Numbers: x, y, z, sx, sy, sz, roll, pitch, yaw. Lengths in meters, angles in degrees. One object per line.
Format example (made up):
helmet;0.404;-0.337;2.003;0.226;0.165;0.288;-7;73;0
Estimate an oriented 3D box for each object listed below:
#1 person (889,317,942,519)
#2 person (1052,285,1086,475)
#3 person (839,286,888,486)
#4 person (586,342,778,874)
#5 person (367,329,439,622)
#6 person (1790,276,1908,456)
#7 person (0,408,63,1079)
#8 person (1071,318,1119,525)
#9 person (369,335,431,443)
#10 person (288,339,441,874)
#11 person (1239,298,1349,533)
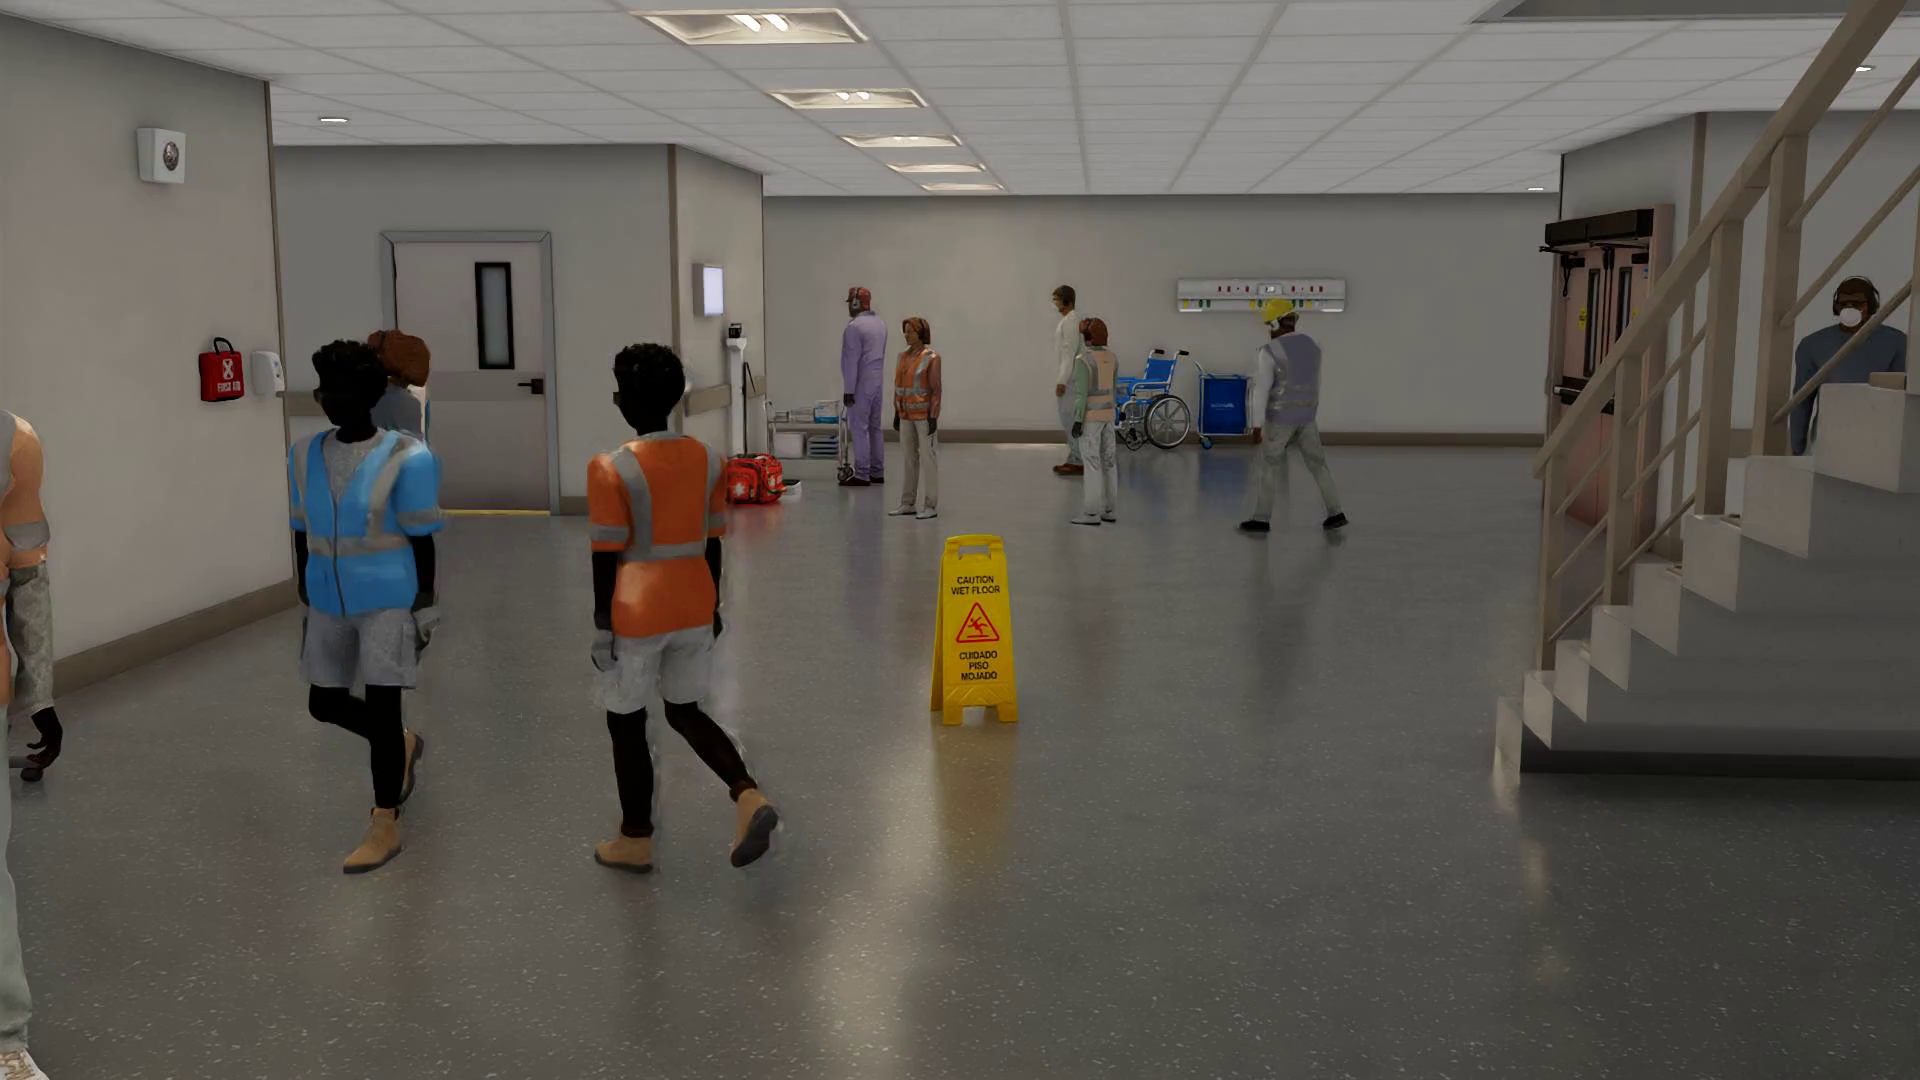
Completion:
person;-0.350;-0.993;13.568;0.310;1.642;0.514;-8;12;-44
person;1.109;-1.614;16.842;0.368;1.925;0.644;0;8;2
person;-0.943;-1.464;15.908;0.400;1.904;0.651;4;9;24
person;-0.885;0.234;5.096;0.603;1.679;0.535;7;11;38
person;-3.037;-0.322;9.033;0.314;1.632;0.522;2;9;12
person;5.128;-0.549;9.597;0.640;1.924;0.369;6;10;34
person;-2.265;0.332;3.593;0.588;1.927;0.369;-7;11;-38
person;1.071;-0.937;13.189;0.313;1.639;0.517;7;11;41
person;-2.935;-0.253;8.611;0.413;1.609;0.540;-7;11;-39
person;-1.897;0.189;5.403;0.539;1.684;0.567;2;9;13
person;2.557;-0.941;12.743;0.769;1.790;0.526;-4;9;-27
